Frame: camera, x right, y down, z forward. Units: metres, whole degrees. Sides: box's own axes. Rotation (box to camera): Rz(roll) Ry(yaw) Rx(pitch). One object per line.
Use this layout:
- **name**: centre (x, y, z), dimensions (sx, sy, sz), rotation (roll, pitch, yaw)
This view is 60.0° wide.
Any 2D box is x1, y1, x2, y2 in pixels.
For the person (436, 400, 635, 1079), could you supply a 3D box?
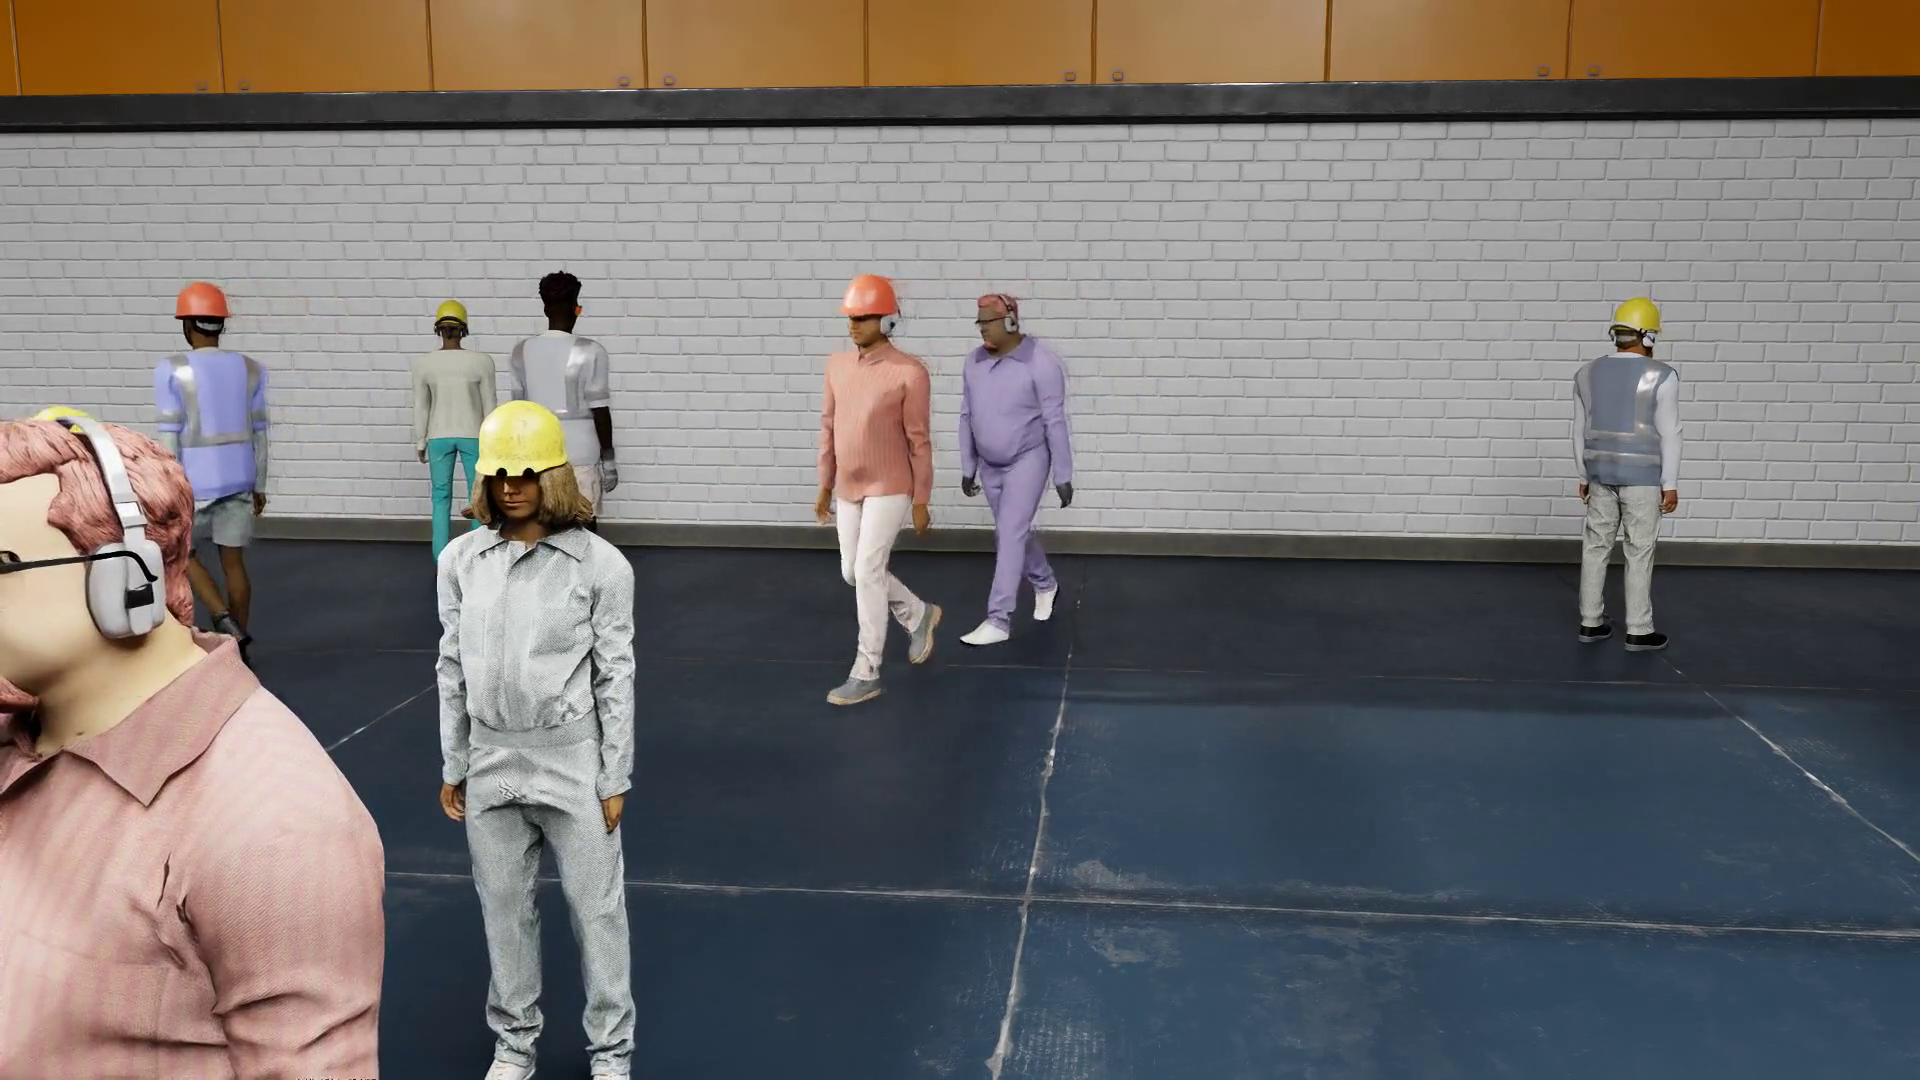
- **person**: centre (-0.996, 0.537, 3.915), dimensions (0.487, 1.738, 0.333), rotation (2, 10, 11)

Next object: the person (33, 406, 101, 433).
- **person**: centre (-1.957, 0.562, 3.750), dimensions (0.712, 1.727, 0.576), rotation (1, 10, 8)

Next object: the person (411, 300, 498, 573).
- **person**: centre (-3.191, -0.636, 10.562), dimensions (0.522, 1.762, 0.332), rotation (-1, 10, -6)

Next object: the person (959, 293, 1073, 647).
- **person**: centre (0.328, -0.405, 8.984), dimensions (0.693, 1.857, 0.967), rotation (9, 13, 42)

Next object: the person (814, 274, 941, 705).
- **person**: centre (-0.354, -0.259, 7.805), dimensions (0.621, 1.970, 0.806), rotation (9, 13, 42)

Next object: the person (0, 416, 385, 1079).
- **person**: centre (-0.904, 0.816, 1.823), dimensions (0.641, 1.909, 0.409), rotation (7, 12, 34)

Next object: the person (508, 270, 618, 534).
- **person**: centre (-2.135, -0.469, 9.024), dimensions (0.605, 1.965, 0.395), rotation (4, 11, 22)

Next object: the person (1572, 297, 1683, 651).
- **person**: centre (3.481, -0.342, 8.665), dimensions (0.404, 1.833, 0.589), rotation (-8, 13, -37)

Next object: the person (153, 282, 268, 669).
- **person**: centre (-3.637, -0.290, 8.111), dimensions (0.427, 1.918, 0.562), rotation (8, 13, 38)
